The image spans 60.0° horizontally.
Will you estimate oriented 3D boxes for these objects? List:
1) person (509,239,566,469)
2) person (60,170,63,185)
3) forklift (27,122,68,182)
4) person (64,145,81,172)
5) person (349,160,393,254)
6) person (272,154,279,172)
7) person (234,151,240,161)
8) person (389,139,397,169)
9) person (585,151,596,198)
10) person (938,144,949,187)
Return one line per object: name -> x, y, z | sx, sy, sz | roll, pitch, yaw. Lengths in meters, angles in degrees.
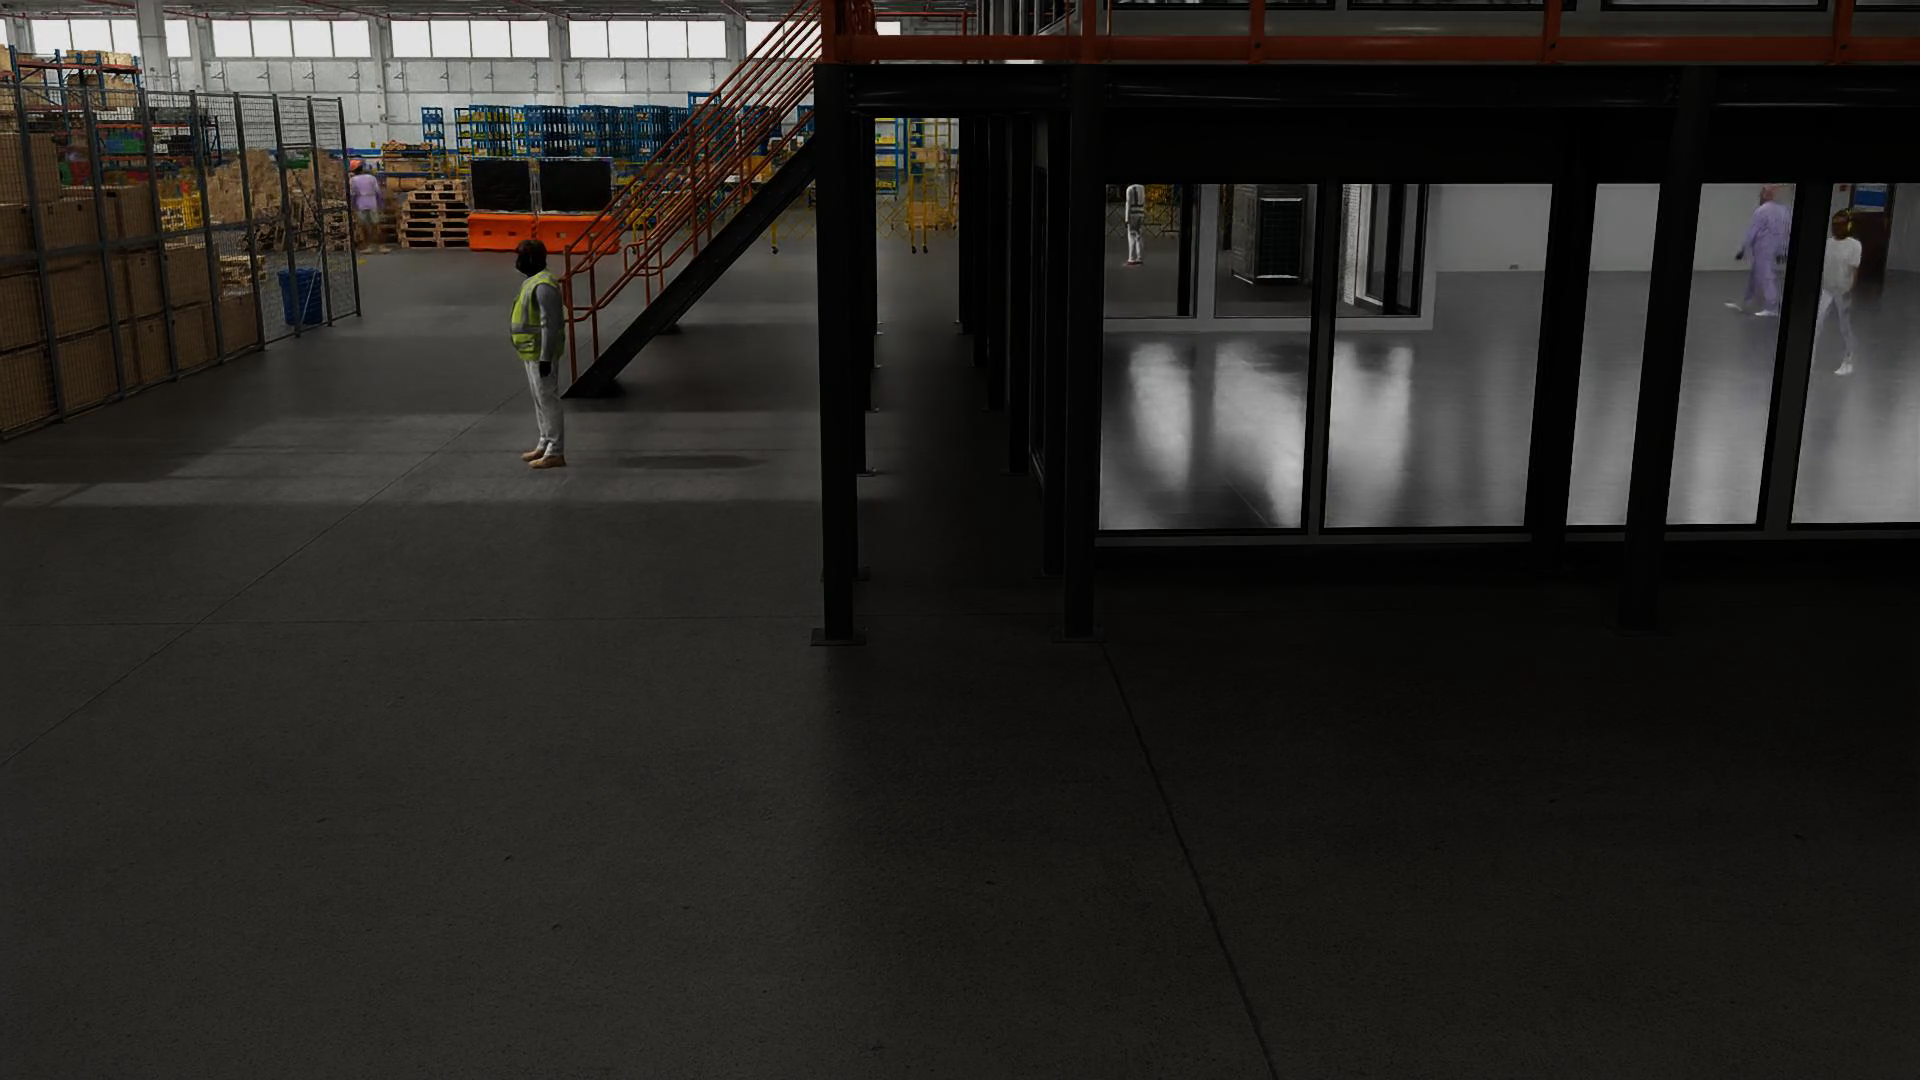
person -> -3.409, -1.504, 13.450 | 0.429, 1.842, 0.634 | -6, 15, -22
person -> -17.758, -6.378, 32.873 | 0.328, 1.872, 0.513 | -13, 19, -43
forklift -> -35.376, -14.773, 64.377 | 1.129, 2.768, 1.873 | -1, 14, -2
person -> -36.182, -15.150, 67.846 | 0.626, 1.924, 0.457 | 3, 14, 12
person -> -12.651, -7.120, 35.603 | 0.779, 1.989, 0.498 | -9, 16, -31
person -> -24.188, -12.857, 59.153 | 0.544, 1.689, 0.361 | 3, 14, 13
person -> -25.104, -12.683, 58.154 | 0.600, 1.827, 0.403 | -11, 17, -36
person -> -27.959, -18.773, 82.163 | 0.624, 1.990, 0.384 | 13, 19, 41
person -> -13.960, -13.822, 62.897 | 0.529, 1.736, 0.751 | 8, 16, 31
person -> -0.696, -16.677, 73.993 | 0.433, 1.888, 0.665 | 1, 14, 2
